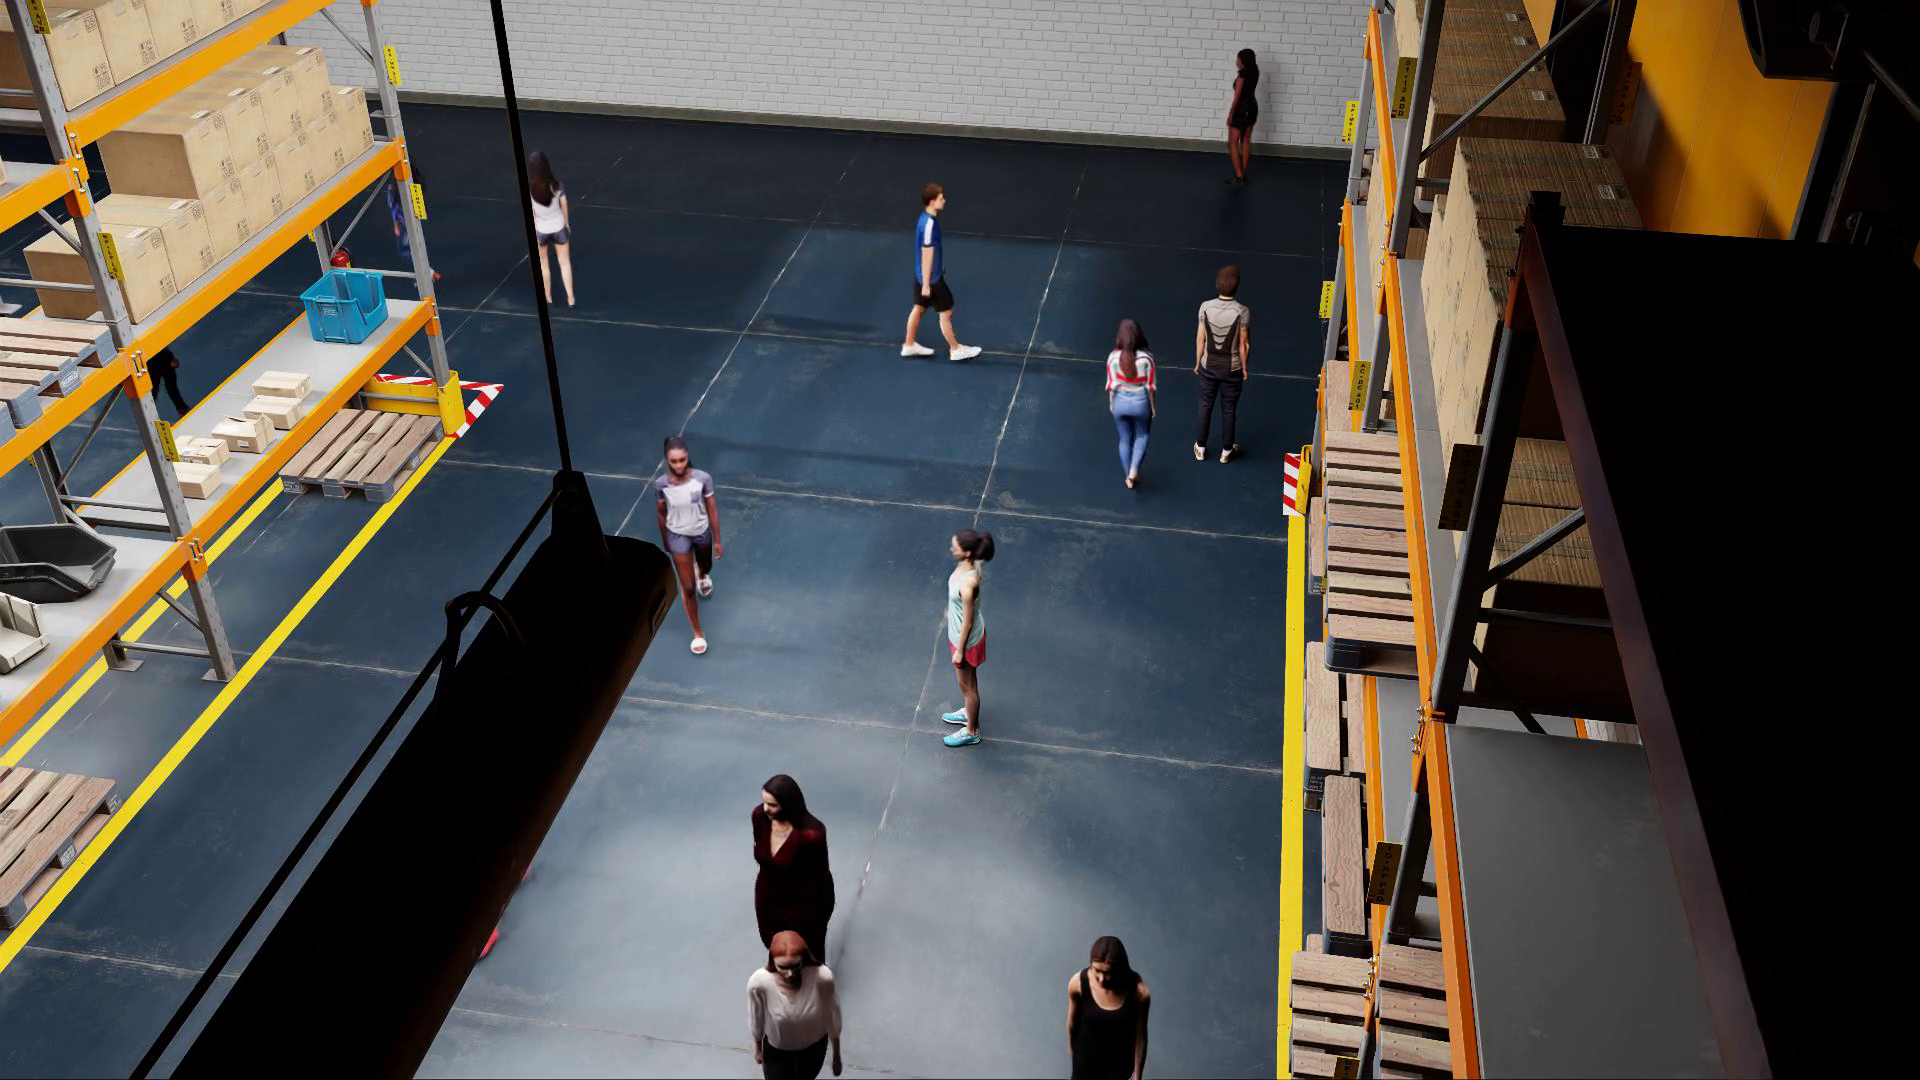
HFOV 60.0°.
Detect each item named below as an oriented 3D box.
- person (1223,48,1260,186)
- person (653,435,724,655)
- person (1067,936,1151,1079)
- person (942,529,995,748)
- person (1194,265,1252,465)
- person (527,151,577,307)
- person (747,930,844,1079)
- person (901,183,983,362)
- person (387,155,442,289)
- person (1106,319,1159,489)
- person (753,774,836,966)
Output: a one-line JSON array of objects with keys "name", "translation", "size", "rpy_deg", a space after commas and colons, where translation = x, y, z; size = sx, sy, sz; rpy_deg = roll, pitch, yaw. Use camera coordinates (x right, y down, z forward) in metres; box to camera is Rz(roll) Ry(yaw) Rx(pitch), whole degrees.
[{"name": "person", "translation": [3.505, -5.250, 20.527], "size": [0.686, 1.717, 0.808], "rpy_deg": [-21, 39, -28]}, {"name": "person", "translation": [-2.055, -0.055, 12.732], "size": [0.928, 1.693, 1.234], "rpy_deg": [-7, 34, -11]}, {"name": "person", "translation": [0.790, 2.642, 8.717], "size": [0.598, 1.646, 1.113], "rpy_deg": [4, 34, 6]}, {"name": "person", "translation": [0.036, 0.666, 11.581], "size": [0.682, 1.766, 0.574], "rpy_deg": [0, 34, 0]}, {"name": "person", "translation": [2.330, -1.561, 14.813], "size": [0.669, 1.899, 0.607], "rpy_deg": [10, 35, 15]}, {"name": "person", "translation": [-4.332, -3.282, 17.573], "size": [0.726, 1.708, 0.771], "rpy_deg": [-11, 35, -16]}, {"name": "person", "translation": [-0.866, 2.606, 8.689], "size": [0.825, 1.737, 0.974], "rpy_deg": [-9, 35, -13]}, {"name": "person", "translation": [-0.397, -2.625, 16.471], "size": [0.910, 1.836, 1.054], "rpy_deg": [-2, 34, -3]}, {"name": "person", "translation": [-5.848, -3.375, 17.802], "size": [0.811, 1.610, 0.766], "rpy_deg": [18, 38, 25]}, {"name": "person", "translation": [1.475, -1.128, 14.432], "size": [0.623, 1.598, 0.664], "rpy_deg": [9, 35, 13]}, {"name": "person", "translation": [-0.906, 1.981, 9.626], "size": [0.795, 1.740, 0.874], "rpy_deg": [15, 37, 21]}]
